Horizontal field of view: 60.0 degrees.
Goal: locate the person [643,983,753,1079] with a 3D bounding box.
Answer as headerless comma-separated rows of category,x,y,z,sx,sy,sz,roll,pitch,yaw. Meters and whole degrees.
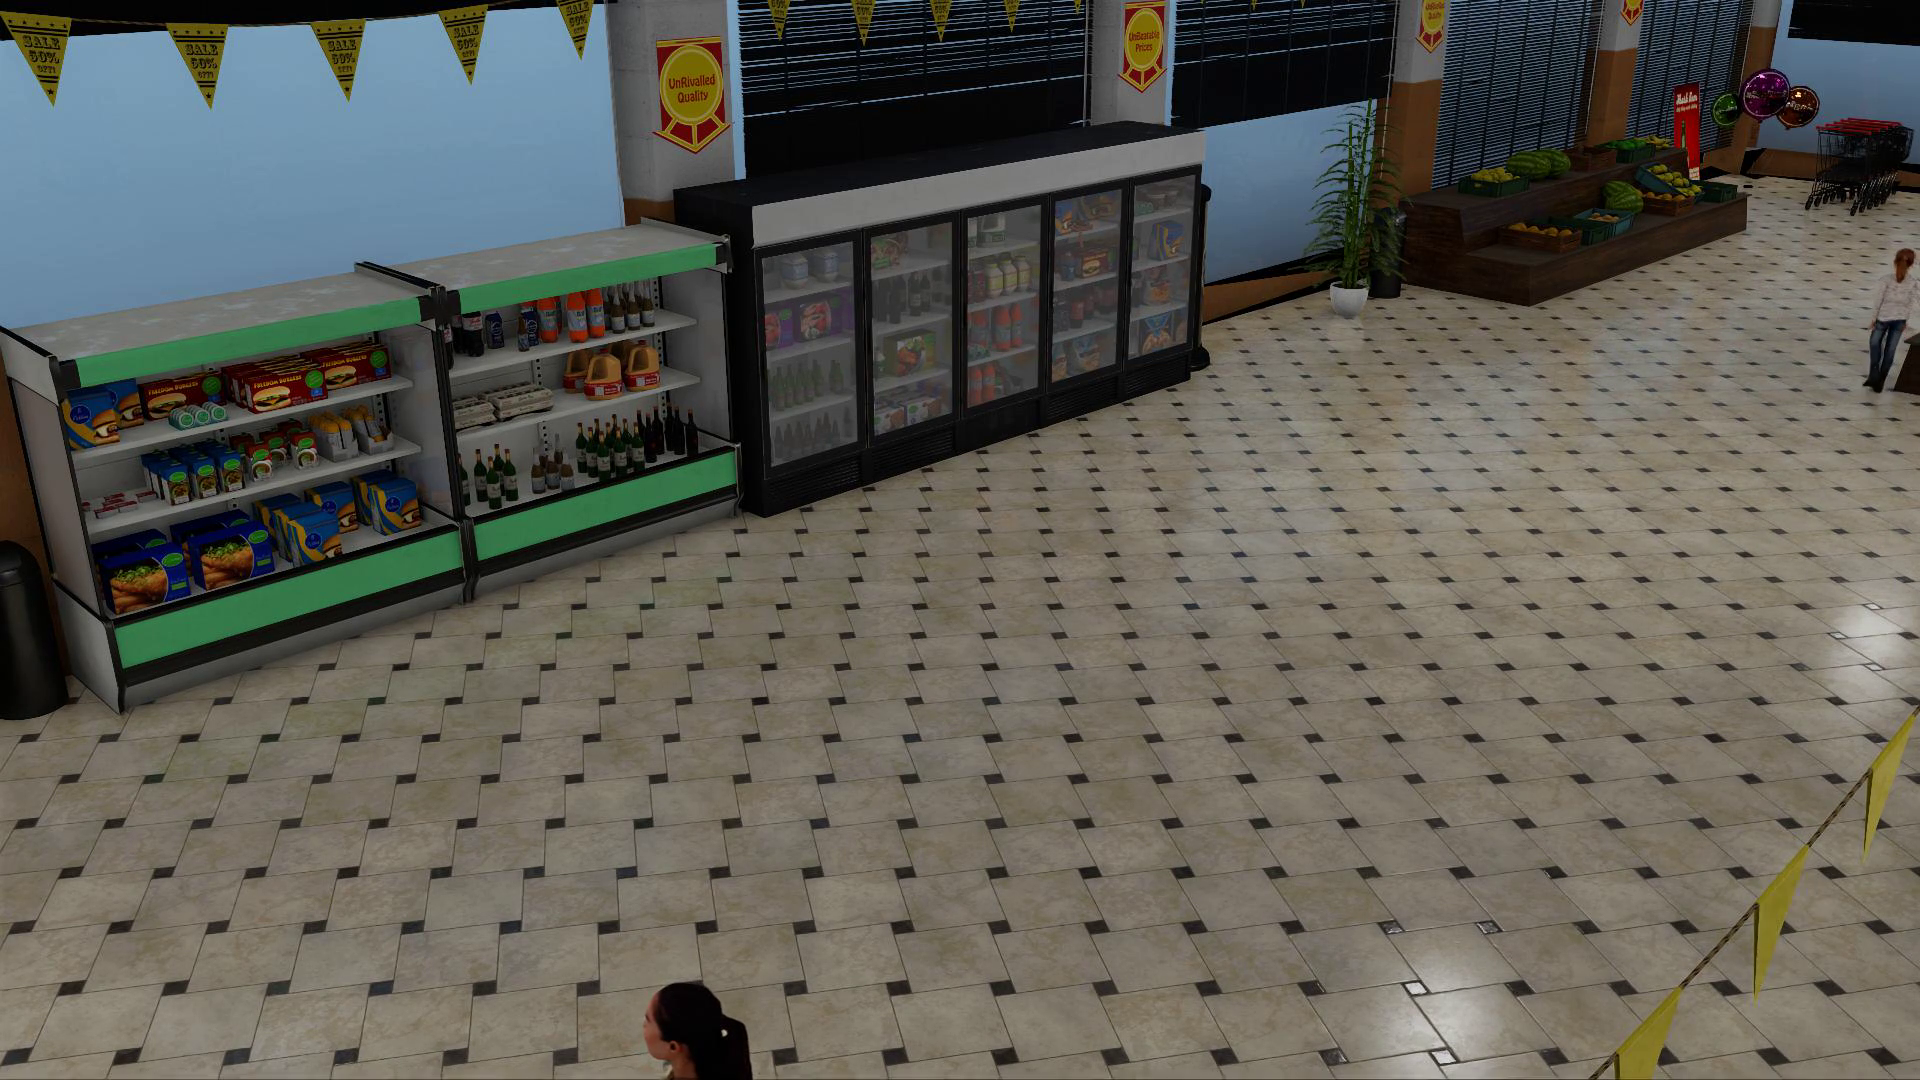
person,-0.735,1.962,4.801,0.787,1.632,0.699,3,22,7

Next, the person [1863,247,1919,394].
person,8.418,-1.961,15.002,0.568,1.306,0.624,8,23,18
